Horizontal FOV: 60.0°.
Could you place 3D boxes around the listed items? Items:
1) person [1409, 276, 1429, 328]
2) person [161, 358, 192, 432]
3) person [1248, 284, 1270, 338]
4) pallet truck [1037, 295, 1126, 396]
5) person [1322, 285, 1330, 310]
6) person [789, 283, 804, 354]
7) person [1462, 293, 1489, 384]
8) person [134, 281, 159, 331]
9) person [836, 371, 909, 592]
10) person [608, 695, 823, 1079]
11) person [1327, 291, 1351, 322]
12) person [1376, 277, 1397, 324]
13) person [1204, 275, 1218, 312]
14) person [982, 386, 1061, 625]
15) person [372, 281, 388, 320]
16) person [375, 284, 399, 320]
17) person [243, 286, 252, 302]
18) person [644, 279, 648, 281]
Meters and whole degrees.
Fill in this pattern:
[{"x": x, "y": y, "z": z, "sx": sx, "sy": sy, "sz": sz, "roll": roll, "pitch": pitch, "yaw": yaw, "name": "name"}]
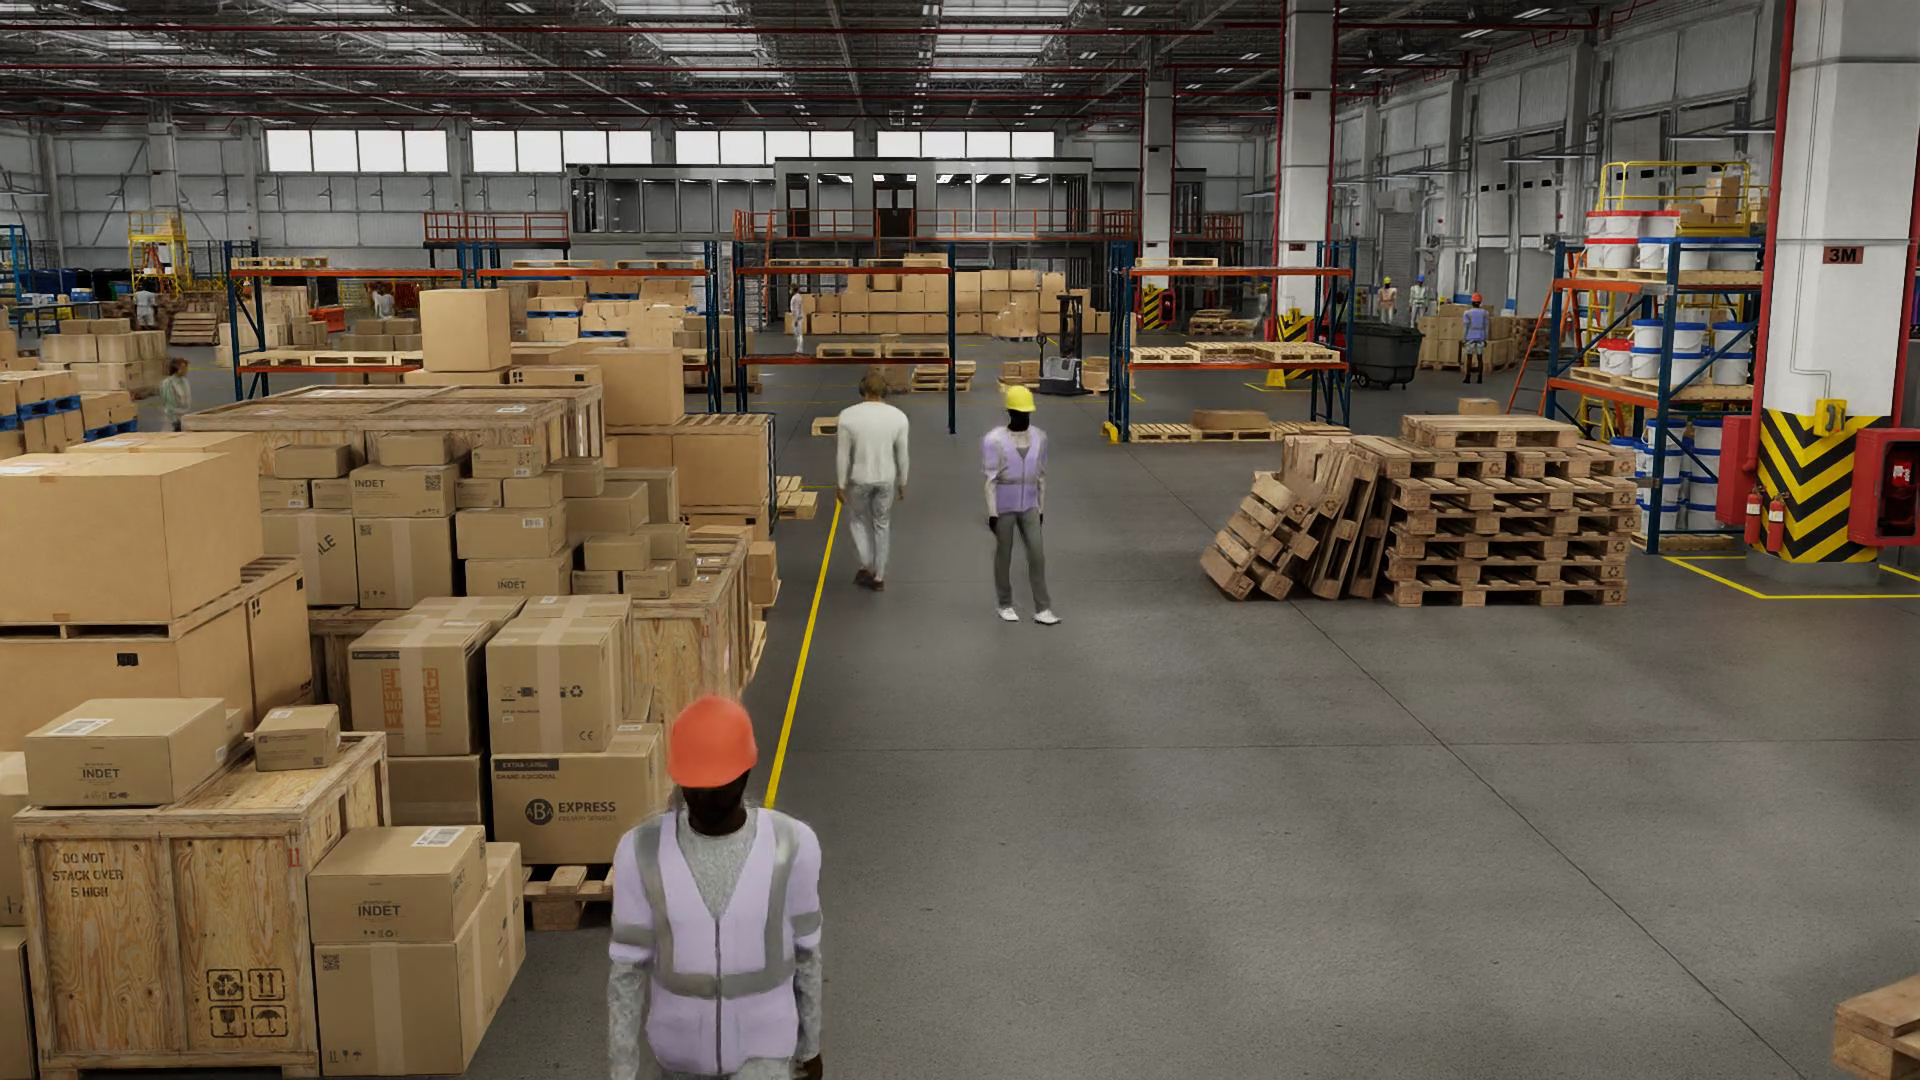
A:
[{"x": 14.875, "y": -7.596, "z": 53.934, "sx": 0.600, "sy": 1.940, "sz": 0.414, "roll": 1, "pitch": 10, "yaw": 8, "name": "person"}, {"x": -9.613, "y": -1.442, "z": 20.579, "sx": 0.836, "sy": 1.596, "sz": 0.525, "roll": 2, "pitch": 10, "yaw": 14, "name": "person"}, {"x": 9.527, "y": -7.228, "z": 52.504, "sx": 0.858, "sy": 1.710, "sz": 0.491, "roll": -3, "pitch": 11, "yaw": -17, "name": "person"}, {"x": 2.483, "y": -3.881, "z": 33.060, "sx": 1.885, "sy": 1.965, "sz": 0.823, "roll": -7, "pitch": 13, "yaw": -36, "name": "pallet truck"}, {"x": 10.280, "y": -6.260, "z": 46.827, "sx": 0.874, "sy": 1.806, "sz": 0.660, "roll": -5, "pitch": 12, "yaw": -28, "name": "person"}, {"x": -4.355, "y": -5.864, "z": 44.319, "sx": 0.372, "sy": 1.933, "sz": 0.626, "roll": -3, "pitch": 11, "yaw": -15, "name": "person"}, {"x": 11.044, "y": -4.319, "z": 35.658, "sx": 0.551, "sy": 1.940, "sz": 0.352, "roll": 1, "pitch": 10, "yaw": 5, "name": "person"}, {"x": -23.454, "y": -6.503, "z": 47.910, "sx": 0.680, "sy": 1.916, "sz": 0.409, "roll": -1, "pitch": 10, "yaw": -4, "name": "person"}, {"x": -0.768, "y": -0.510, "z": 14.488, "sx": 0.659, "sy": 1.921, "sz": 0.509, "roll": -2, "pitch": 10, "yaw": -14, "name": "person"}, {"x": -0.647, "y": 1.303, "z": 4.481, "sx": 0.560, "sy": 1.899, "sz": 0.974, "roll": -1, "pitch": 10, "yaw": -4, "name": "person"}, {"x": 9.486, "y": -5.348, "z": 41.819, "sx": 0.657, "sy": 1.790, "sz": 0.965, "roll": 7, "pitch": 12, "yaw": 33, "name": "person"}, {"x": 13.505, "y": -7.355, "z": 52.692, "sx": 0.622, "sy": 1.891, "sz": 0.868, "roll": 3, "pitch": 11, "yaw": 15, "name": "person"}, {"x": 10.788, "y": -10.780, "z": 71.537, "sx": 0.612, "sy": 1.986, "sz": 0.407, "roll": 3, "pitch": 11, "yaw": 18, "name": "person"}, {"x": 0.484, "y": -0.250, "z": 13.098, "sx": 0.610, "sy": 1.894, "sz": 0.836, "roll": -4, "pitch": 11, "yaw": -22, "name": "person"}, {"x": -17.845, "y": -7.077, "z": 51.391, "sx": 0.542, "sy": 1.815, "sz": 0.981, "roll": 2, "pitch": 10, "yaw": 13, "name": "person"}, {"x": -16.343, "y": -6.372, "z": 47.436, "sx": 0.555, "sy": 1.817, "sz": 0.563, "roll": 3, "pitch": 11, "yaw": 15, "name": "person"}, {"x": -18.327, "y": -5.640, "z": 43.173, "sx": 0.973, "sy": 1.895, "sz": 0.548, "roll": -10, "pitch": 14, "yaw": -44, "name": "person"}, {"x": -10.124, "y": -7.499, "z": 53.642, "sx": 0.505, "sy": 1.847, "sz": 0.349, "roll": 5, "pitch": 11, "yaw": 27, "name": "person"}]
